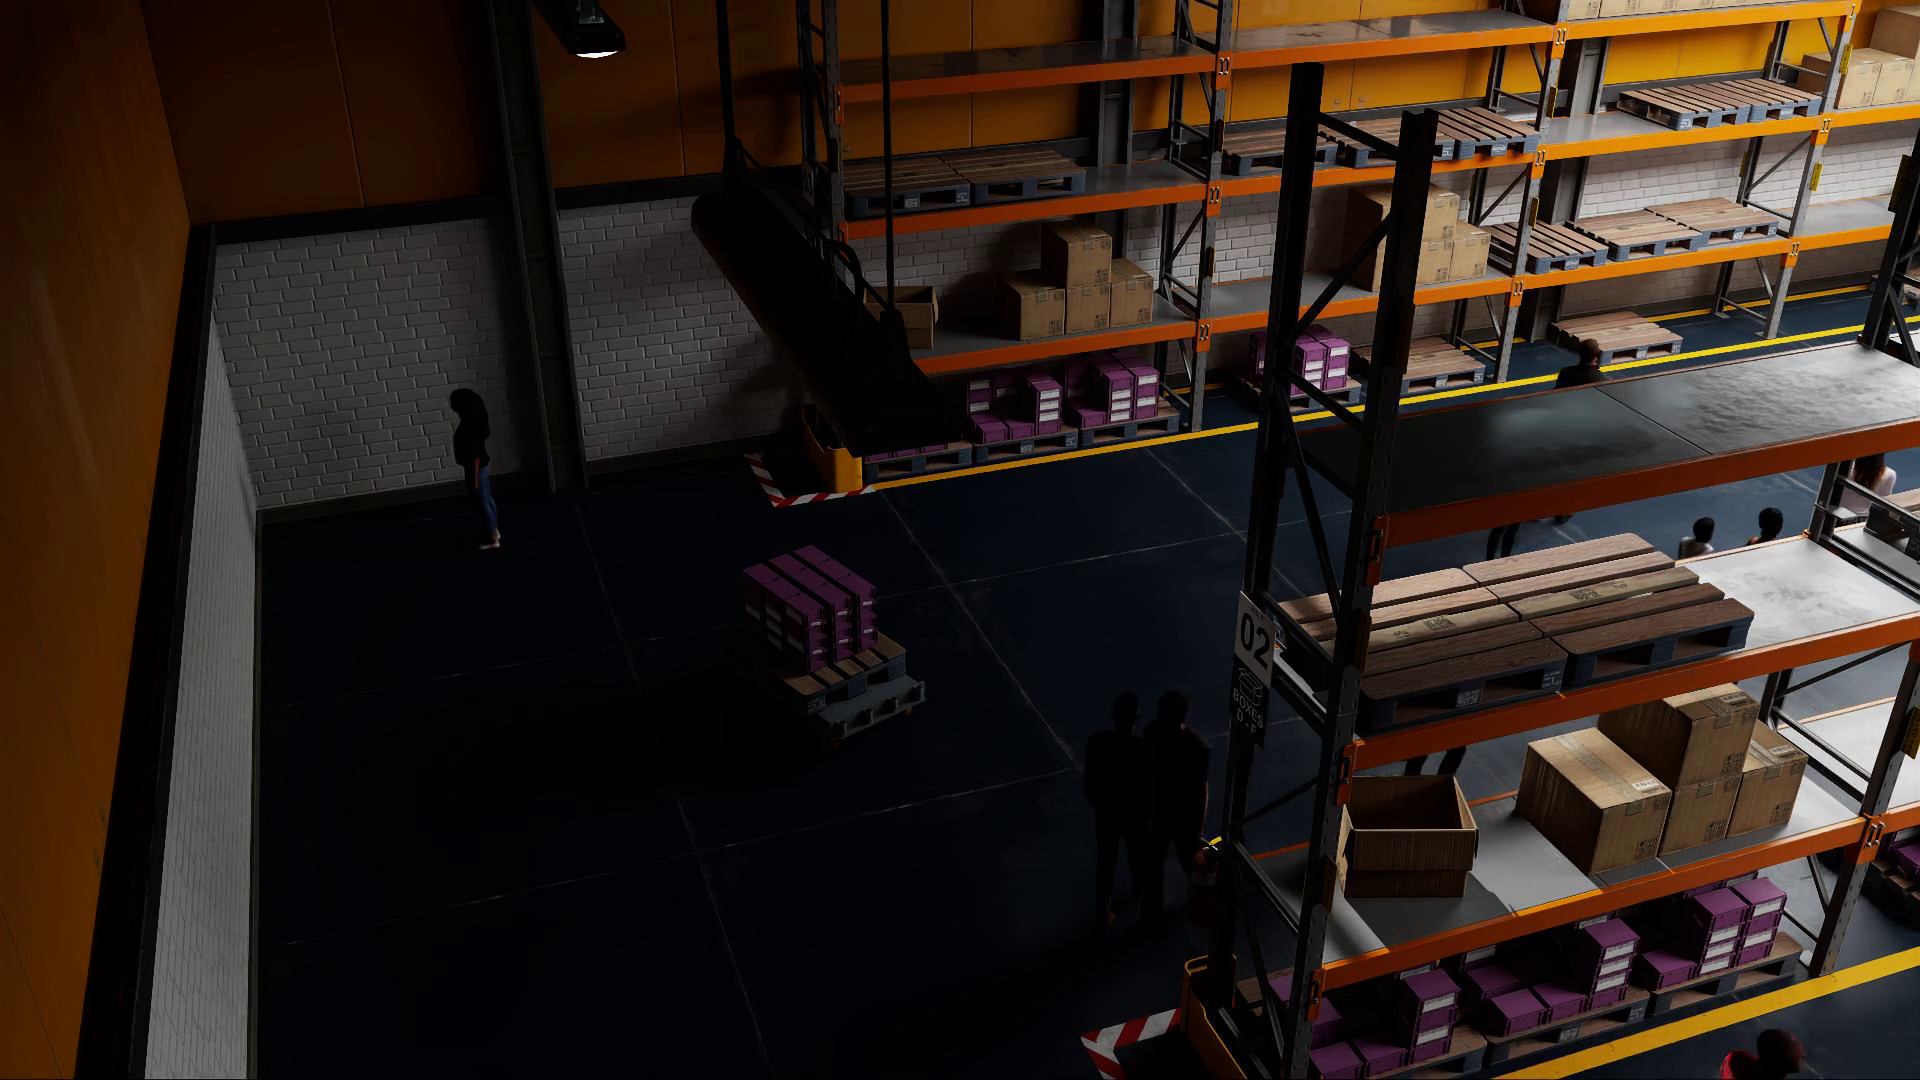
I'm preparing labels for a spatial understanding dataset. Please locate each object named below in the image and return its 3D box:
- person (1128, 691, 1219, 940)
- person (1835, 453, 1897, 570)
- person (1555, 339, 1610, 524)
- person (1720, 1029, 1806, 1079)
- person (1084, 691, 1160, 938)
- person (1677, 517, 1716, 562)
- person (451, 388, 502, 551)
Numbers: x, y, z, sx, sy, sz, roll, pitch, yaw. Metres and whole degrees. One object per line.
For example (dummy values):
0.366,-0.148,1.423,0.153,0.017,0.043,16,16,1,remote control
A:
1.463,1.771,10.998,1.052,1.820,1.229,23,36,35,person
7.874,-0.182,14.725,0.772,1.680,0.848,10,30,18,person
5.876,-0.994,15.993,0.939,1.890,1.043,23,36,35,person
3.852,3.188,8.444,1.306,1.778,1.009,2,29,3,person
1.025,1.833,10.890,1.033,1.814,1.076,11,31,20,person
6.158,0.394,14.122,0.809,1.245,0.628,-21,35,-33,person
-4.564,-0.679,15.705,0.665,1.614,0.659,-3,29,-5,person
